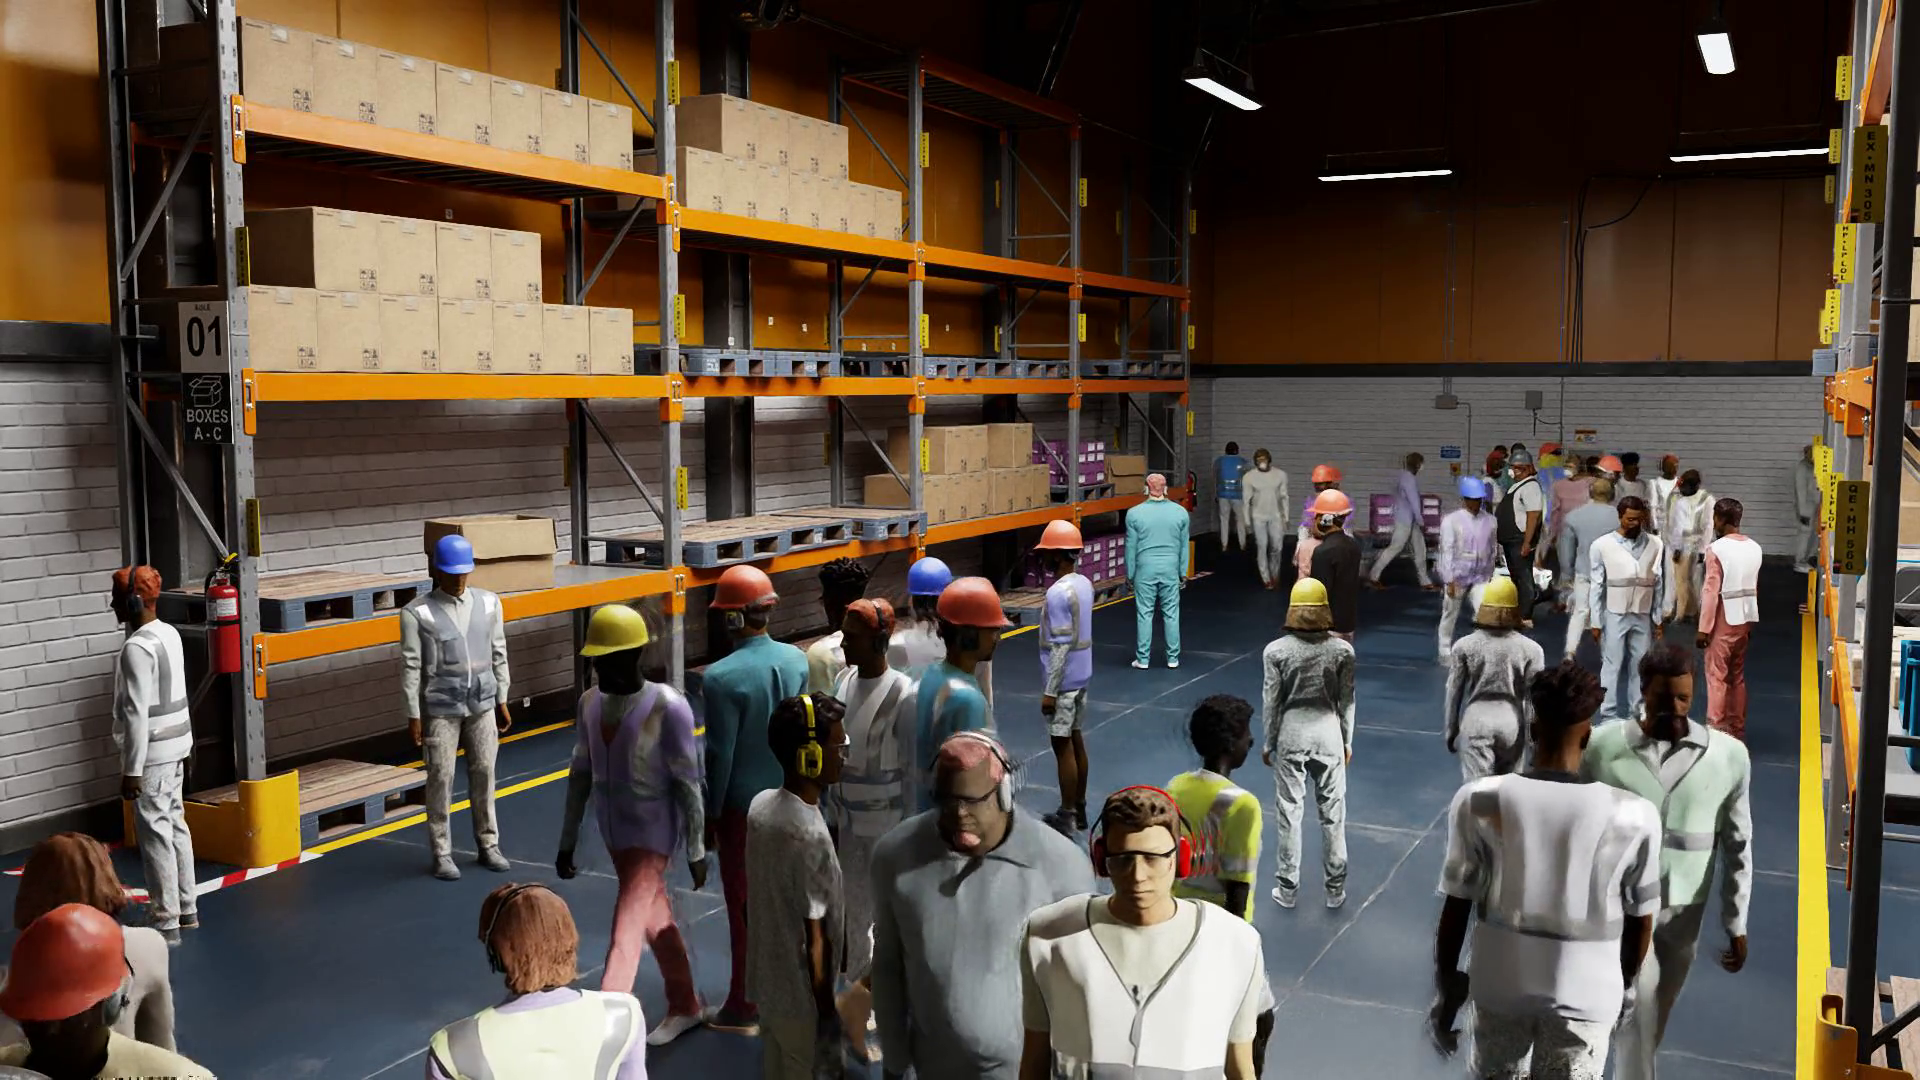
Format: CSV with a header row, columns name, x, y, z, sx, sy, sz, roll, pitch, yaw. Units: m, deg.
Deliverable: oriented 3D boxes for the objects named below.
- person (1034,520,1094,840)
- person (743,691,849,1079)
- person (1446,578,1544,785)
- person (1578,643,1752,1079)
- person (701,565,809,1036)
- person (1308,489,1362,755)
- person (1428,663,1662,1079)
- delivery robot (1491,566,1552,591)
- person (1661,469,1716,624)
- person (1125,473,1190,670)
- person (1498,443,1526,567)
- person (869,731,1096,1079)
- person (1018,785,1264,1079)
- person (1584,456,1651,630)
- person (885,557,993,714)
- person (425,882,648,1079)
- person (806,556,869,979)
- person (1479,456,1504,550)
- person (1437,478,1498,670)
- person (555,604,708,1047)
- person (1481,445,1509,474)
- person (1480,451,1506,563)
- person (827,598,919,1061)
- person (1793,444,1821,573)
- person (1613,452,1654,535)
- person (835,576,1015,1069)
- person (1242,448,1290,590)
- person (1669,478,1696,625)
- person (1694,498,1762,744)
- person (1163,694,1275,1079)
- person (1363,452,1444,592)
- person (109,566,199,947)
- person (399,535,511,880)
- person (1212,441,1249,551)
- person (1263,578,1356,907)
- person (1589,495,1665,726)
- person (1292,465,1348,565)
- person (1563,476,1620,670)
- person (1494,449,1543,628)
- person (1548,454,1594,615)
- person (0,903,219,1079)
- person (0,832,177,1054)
name,x,y,z,sx,sy,sz,roll,pitch,yaw
person,0.616,0.845,10.133,0.357,1.937,0.551,2,6,21
person,-0.465,1.368,4.869,0.319,1.870,0.521,-3,6,-27
person,2.942,1.052,9.180,0.501,1.689,0.892,2,6,16
person,2.468,1.279,5.905,0.597,1.872,1.000,1,5,8
person,-0.889,1.097,7.120,0.377,1.995,0.611,3,6,33
person,2.723,0.622,12.213,0.376,1.997,0.612,4,7,37
person,1.783,1.327,5.046,0.619,1.912,0.998,3,6,28
delivery robot,7.088,0.470,21.027,0.707,0.478,0.477,4,6,36
person,8.357,0.080,19.159,0.650,1.790,0.904,5,7,44
person,1.897,0.307,16.091,0.643,1.908,0.411,-1,5,-6
person,7.951,-0.422,23.768,0.632,1.940,0.372,-3,6,-29
person,0.097,1.404,4.701,0.649,1.843,1.005,2,6,21
person,0.417,1.470,3.892,0.564,1.847,0.396,0,5,5
person,7.310,0.049,18.555,0.899,1.958,0.632,1,5,10
person,-0.136,1.053,7.837,0.615,1.947,0.388,-2,6,-19
person,-0.949,1.589,3.781,0.524,1.632,0.314,-2,6,-25
person,-0.514,1.054,7.826,0.383,1.957,0.599,3,6,33
person,7.032,-0.207,22.129,0.401,1.816,0.640,3,6,25
person,4.813,0.349,15.756,0.609,1.887,1.025,-1,5,-10
person,-1.374,1.197,6.680,0.608,1.872,0.998,4,7,38
person,8.352,-0.559,25.742,0.565,1.844,0.385,1,5,13
person,8.194,-0.494,25.522,0.343,1.749,0.572,5,7,43
person,-0.369,1.175,6.872,0.355,1.883,0.573,-4,7,-39
person,12.459,-0.459,24.379,0.401,1.906,0.653,5,7,43
person,8.355,-0.122,20.613,0.617,1.912,0.877,-3,6,-31
person,-0.078,1.142,6.537,0.875,2.019,0.616,-1,5,-14
person,4.090,-0.268,22.227,0.657,1.915,0.505,0,5,1
person,8.303,0.124,19.168,0.335,1.702,0.675,4,7,39
person,5.806,0.636,12.572,0.592,1.907,0.415,-4,6,-34
person,0.926,1.370,5.841,0.638,1.669,0.555,-3,6,-28
person,5.878,-0.238,22.111,1.005,1.895,0.611,2,6,21
person,-3.975,1.059,8.191,0.350,1.878,0.567,-1,5,-12
person,-2.815,0.927,9.305,0.614,1.933,0.418,-5,7,-40
person,4.499,-0.720,27.598,0.656,1.827,0.493,2,6,22
person,1.837,1.069,8.788,0.483,1.738,0.313,0,5,5
person,5.179,0.602,12.948,0.592,1.907,0.415,-1,5,-9
person,4.014,0.112,18.336,0.987,1.891,0.553,-3,6,-33
person,6.053,0.336,15.874,0.639,1.902,1.000,4,7,37
person,6.326,-0.022,18.919,0.538,2.000,0.690,1,5,5
person,7.343,-0.058,19.856,0.353,1.936,0.633,-4,7,-36
person,-1.771,1.584,3.292,0.605,1.746,0.413,0,5,4
person,-2.218,1.556,4.295,0.781,1.604,0.498,3,6,26
